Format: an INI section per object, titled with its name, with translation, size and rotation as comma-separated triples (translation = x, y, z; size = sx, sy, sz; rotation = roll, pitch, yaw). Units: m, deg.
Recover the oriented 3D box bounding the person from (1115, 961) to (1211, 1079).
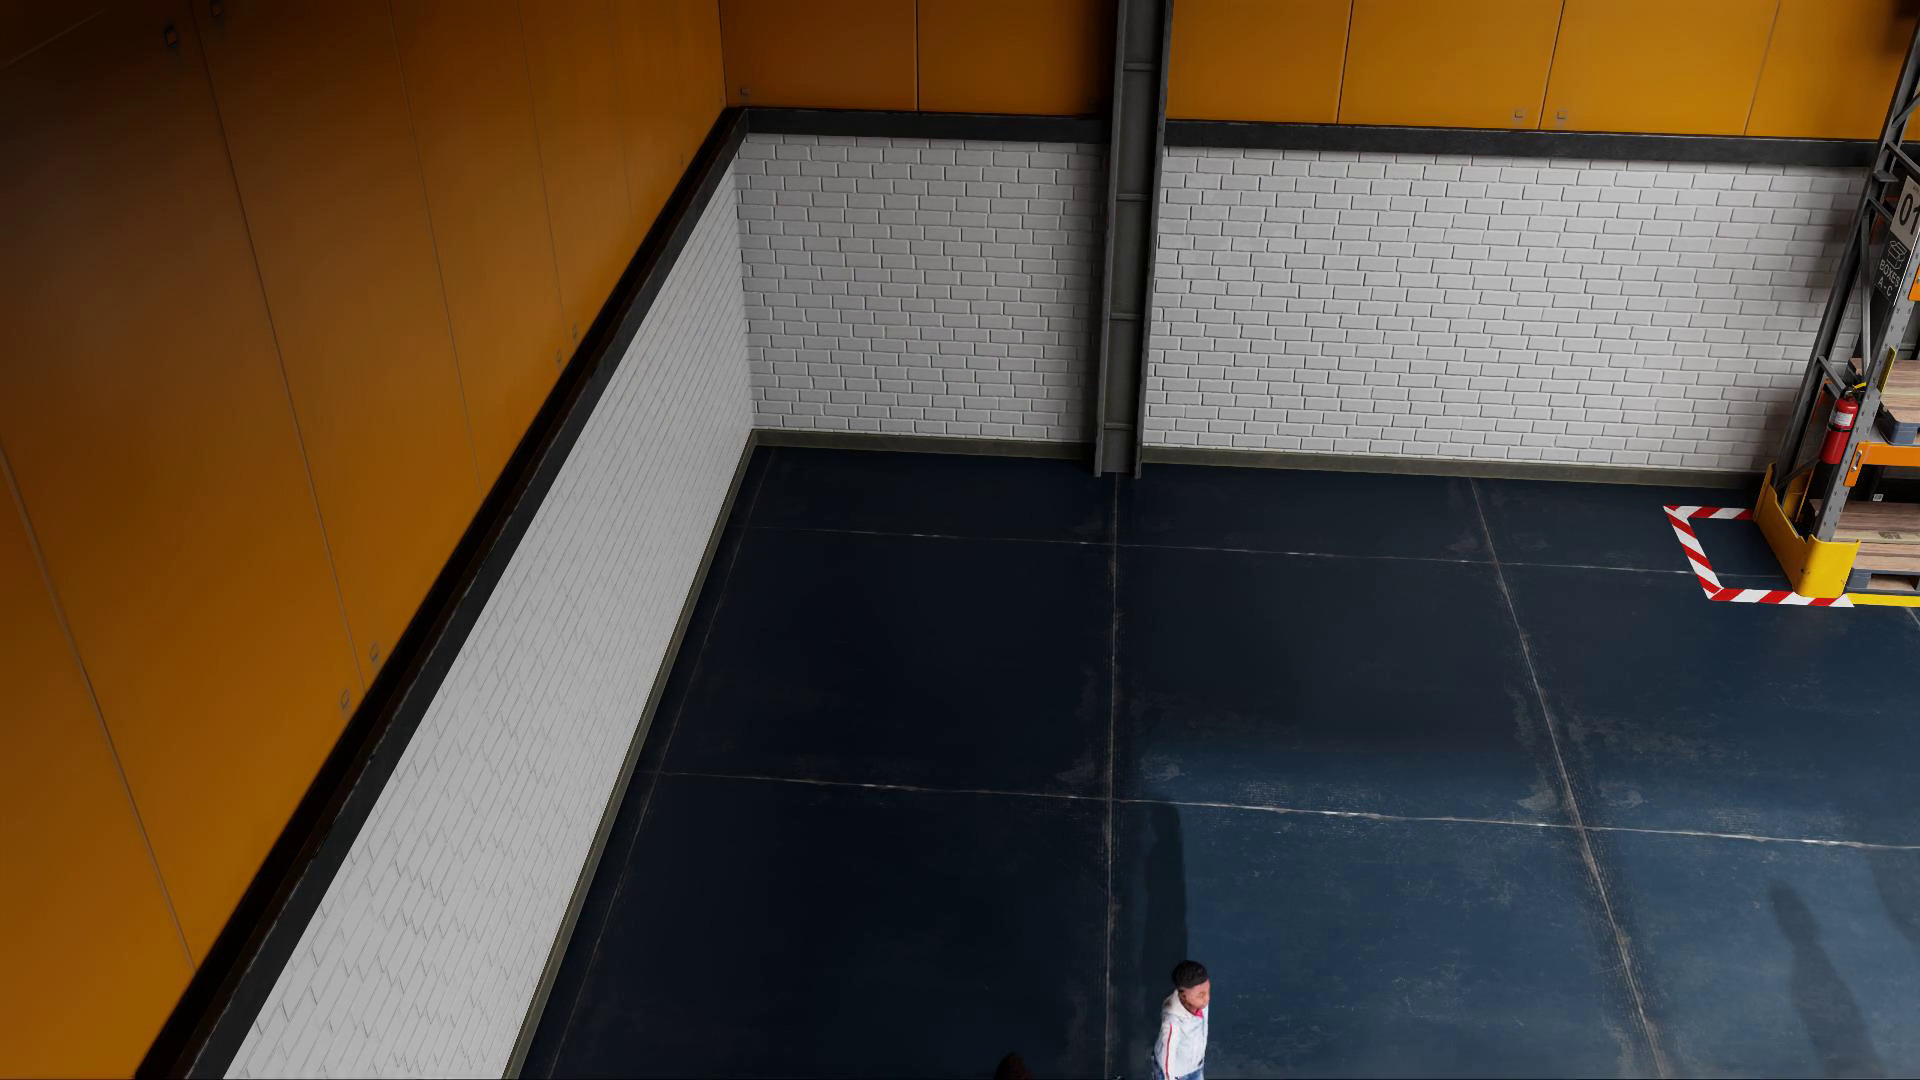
[person]
translation = 1.058, 2.574, 8.372
size = 0.799, 1.243, 0.879
rotation = -27, 42, -35
